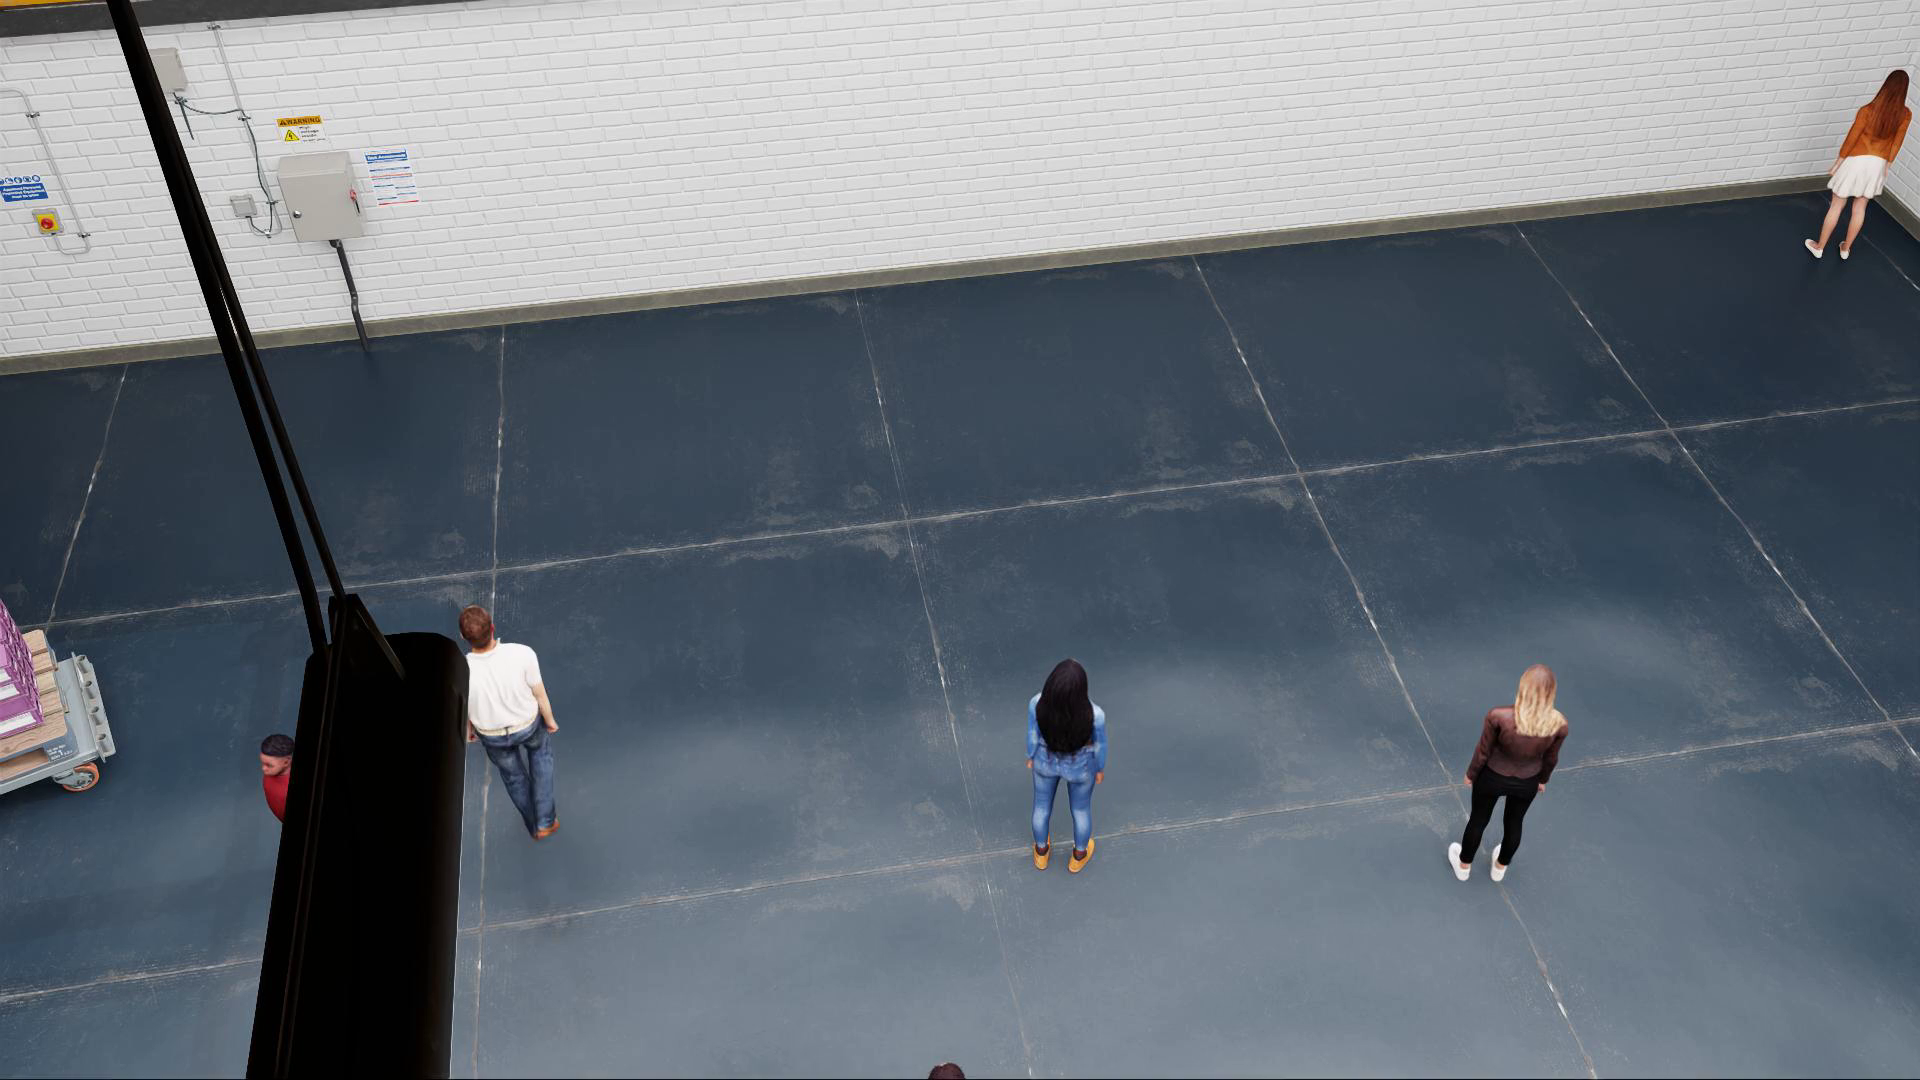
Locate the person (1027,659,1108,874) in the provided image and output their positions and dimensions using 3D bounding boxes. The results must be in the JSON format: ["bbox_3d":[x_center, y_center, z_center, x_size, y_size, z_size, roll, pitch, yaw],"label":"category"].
[{"bbox_3d":[0.592,1.285,9.420,0.673,1.712,0.650,9,44,10],"label":"person"}]

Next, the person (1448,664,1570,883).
[{"bbox_3d":[3.085,1.340,9.369,0.661,1.703,0.603,4,44,5],"label":"person"}]

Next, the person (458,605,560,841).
[{"bbox_3d":[-2.558,1.145,9.474,0.724,1.841,0.750,-11,45,-12],"label":"person"}]

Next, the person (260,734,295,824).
[{"bbox_3d":[-3.743,1.536,9.488,0.578,1.255,0.633,24,48,23],"label":"person"}]

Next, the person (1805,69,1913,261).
[{"bbox_3d":[7.649,-3.165,14.085,0.693,1.720,0.667,5,44,5],"label":"person"}]
